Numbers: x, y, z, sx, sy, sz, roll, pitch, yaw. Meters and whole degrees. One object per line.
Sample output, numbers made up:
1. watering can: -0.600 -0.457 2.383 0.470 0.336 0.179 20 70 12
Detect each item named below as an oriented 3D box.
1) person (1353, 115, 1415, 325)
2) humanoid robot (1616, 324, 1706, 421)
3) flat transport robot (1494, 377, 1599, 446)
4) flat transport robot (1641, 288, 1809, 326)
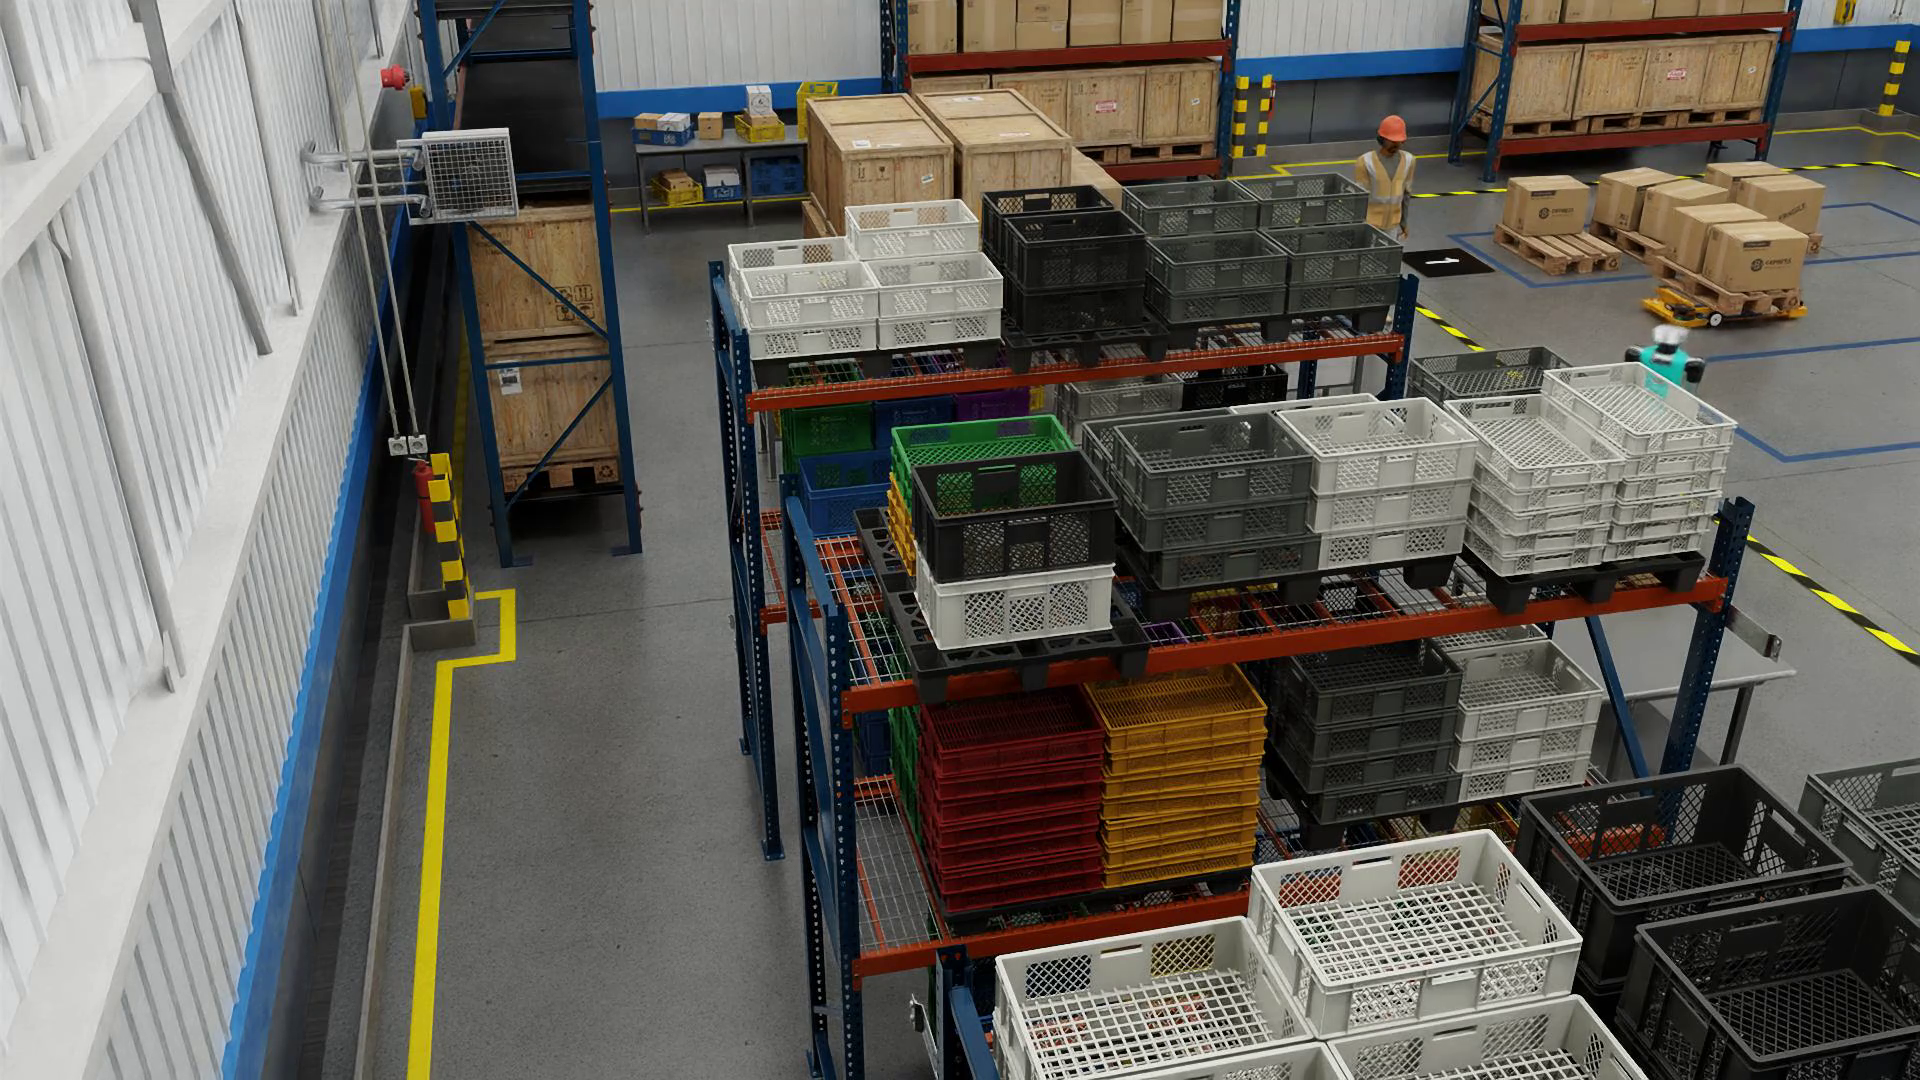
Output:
1. person: 4.031 -3.044 15.922 0.613 2.040 0.373 -7 29 -13
2. humanoid robot: 5.049 -0.800 12.063 0.530 1.780 1.053 16 32 28
3. flat transport robot: 4.780 -1.036 14.013 0.659 0.231 1.431 -6 28 -12
4. flat transport robot: 7.596 -2.367 16.508 1.431 0.197 0.652 -6 28 -12
